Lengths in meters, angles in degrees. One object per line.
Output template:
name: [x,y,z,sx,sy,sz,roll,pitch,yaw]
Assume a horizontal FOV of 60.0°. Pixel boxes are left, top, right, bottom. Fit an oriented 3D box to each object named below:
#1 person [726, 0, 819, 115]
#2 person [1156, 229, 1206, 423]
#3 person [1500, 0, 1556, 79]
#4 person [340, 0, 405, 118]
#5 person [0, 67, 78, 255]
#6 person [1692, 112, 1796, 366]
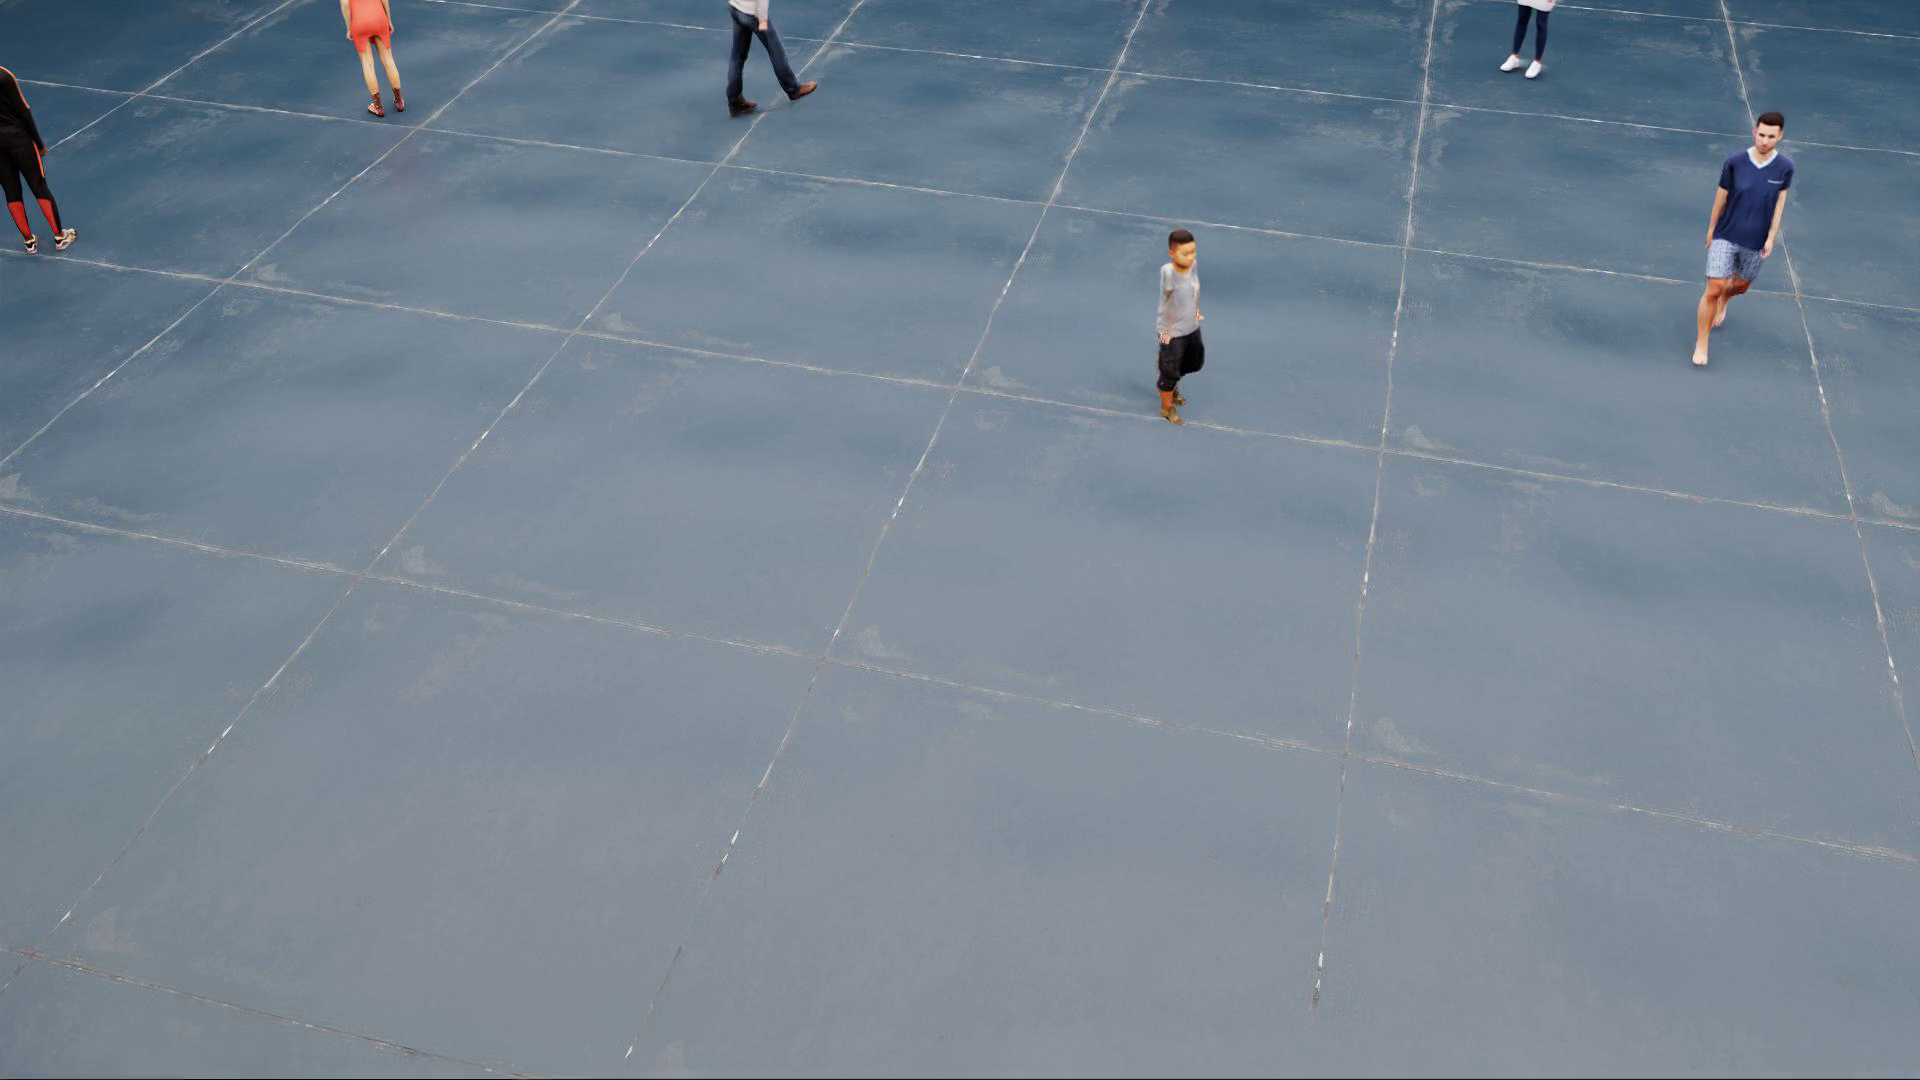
person: [-1.972,-4.777,15.146,1.273,1.869,1.171,-25,44,-28]
person: [1.457,-1.524,11.327,0.726,1.451,0.804,-27,46,-30]
person: [5.561,-5.346,15.951,0.702,1.772,0.716,30,47,33]
person: [-5.411,-4.729,15.206,0.657,1.720,0.728,-22,43,-26]
person: [-7.491,-3.129,13.089,0.706,1.808,0.701,-9,39,-11]
person: [5.595,-2.205,11.896,0.629,1.822,1.080,11,39,14]
